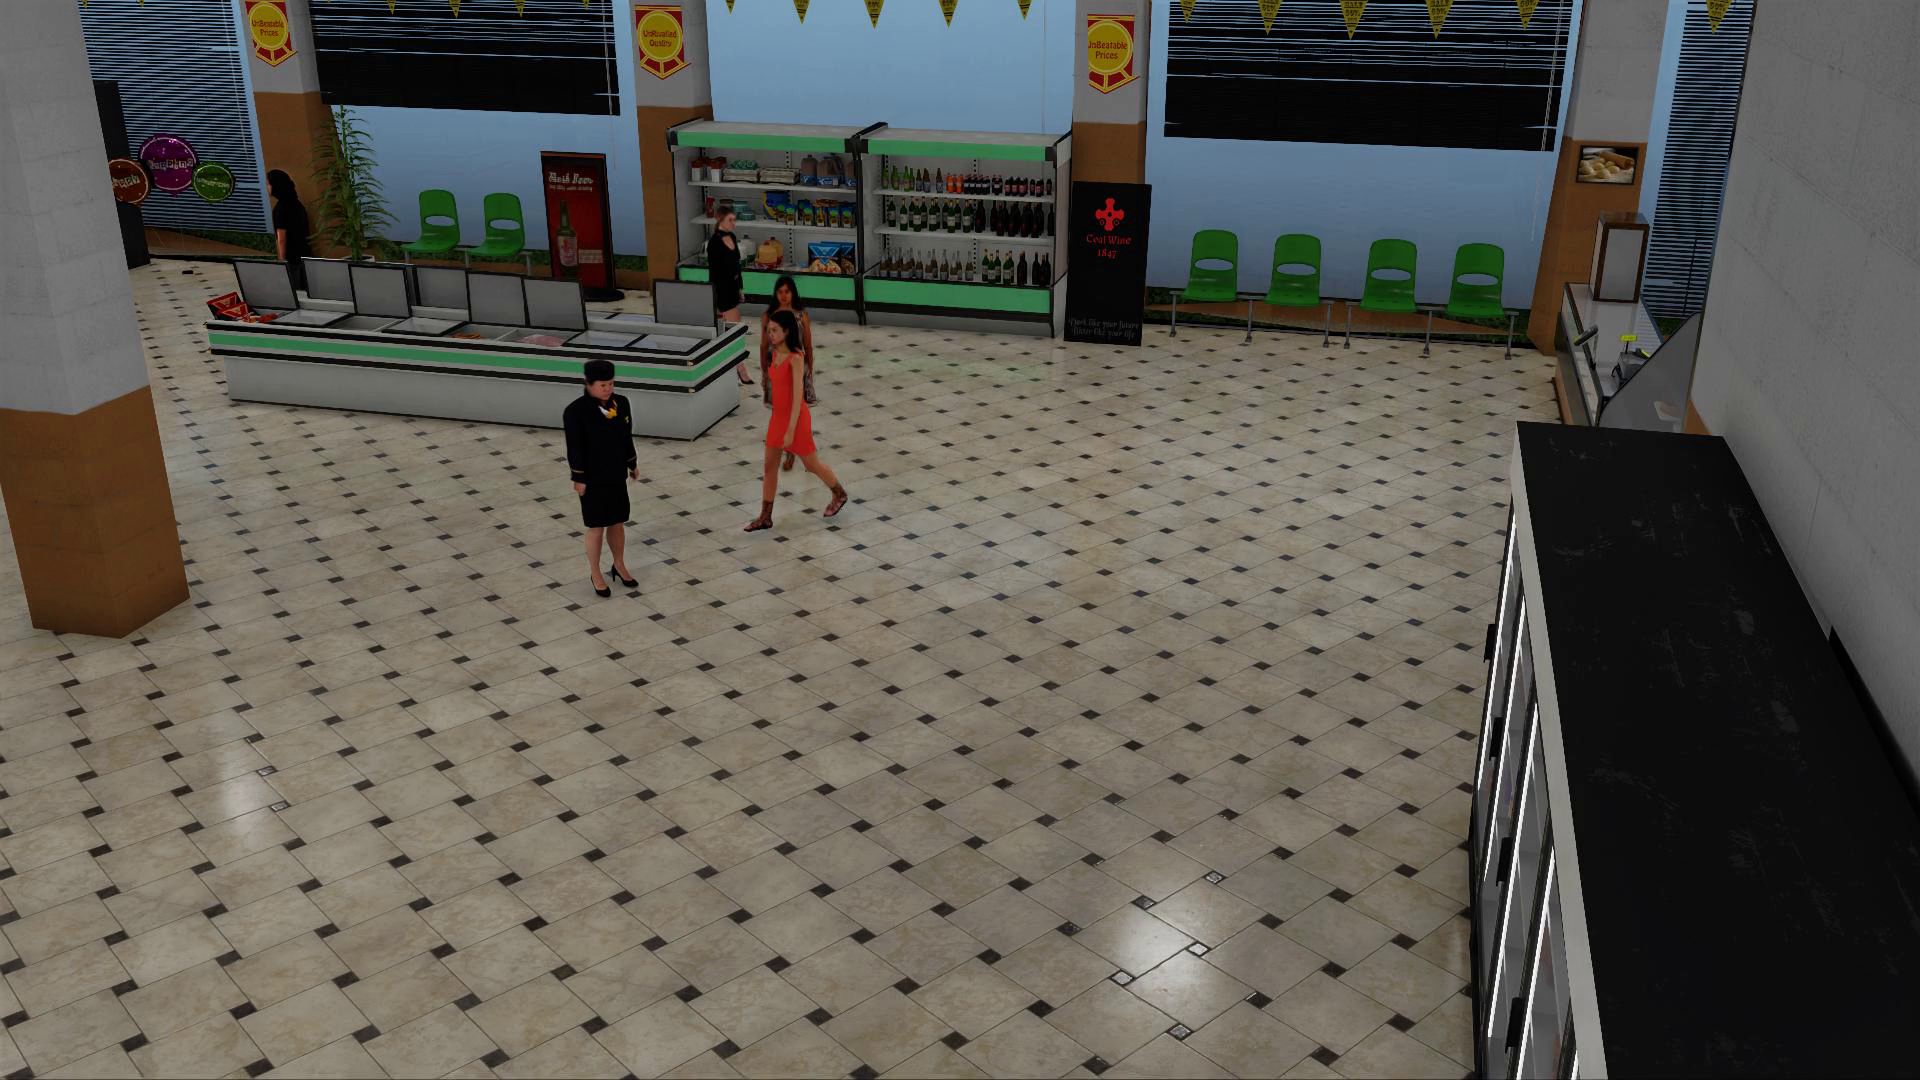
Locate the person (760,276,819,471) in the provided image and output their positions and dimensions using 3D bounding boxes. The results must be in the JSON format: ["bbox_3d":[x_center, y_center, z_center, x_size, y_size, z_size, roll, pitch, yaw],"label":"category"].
[{"bbox_3d":[-1.440,-1.429,14.022,0.707,1.636,0.759,2,22,5],"label":"person"}]

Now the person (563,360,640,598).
[{"bbox_3d":[-2.467,-0.438,11.515,0.802,1.667,0.797,20,29,40],"label":"person"}]

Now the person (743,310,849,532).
[{"bbox_3d":[-1.199,-0.891,12.628,1.067,1.677,1.136,-18,28,-37],"label":"person"}]

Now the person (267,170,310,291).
[{"bbox_3d":[-7.122,-3.049,17.796,0.562,1.828,0.658,3,22,7],"label":"person"}]

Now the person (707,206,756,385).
[{"bbox_3d":[-2.340,-2.389,16.275,1.086,1.737,0.692,10,24,24],"label":"person"}]
